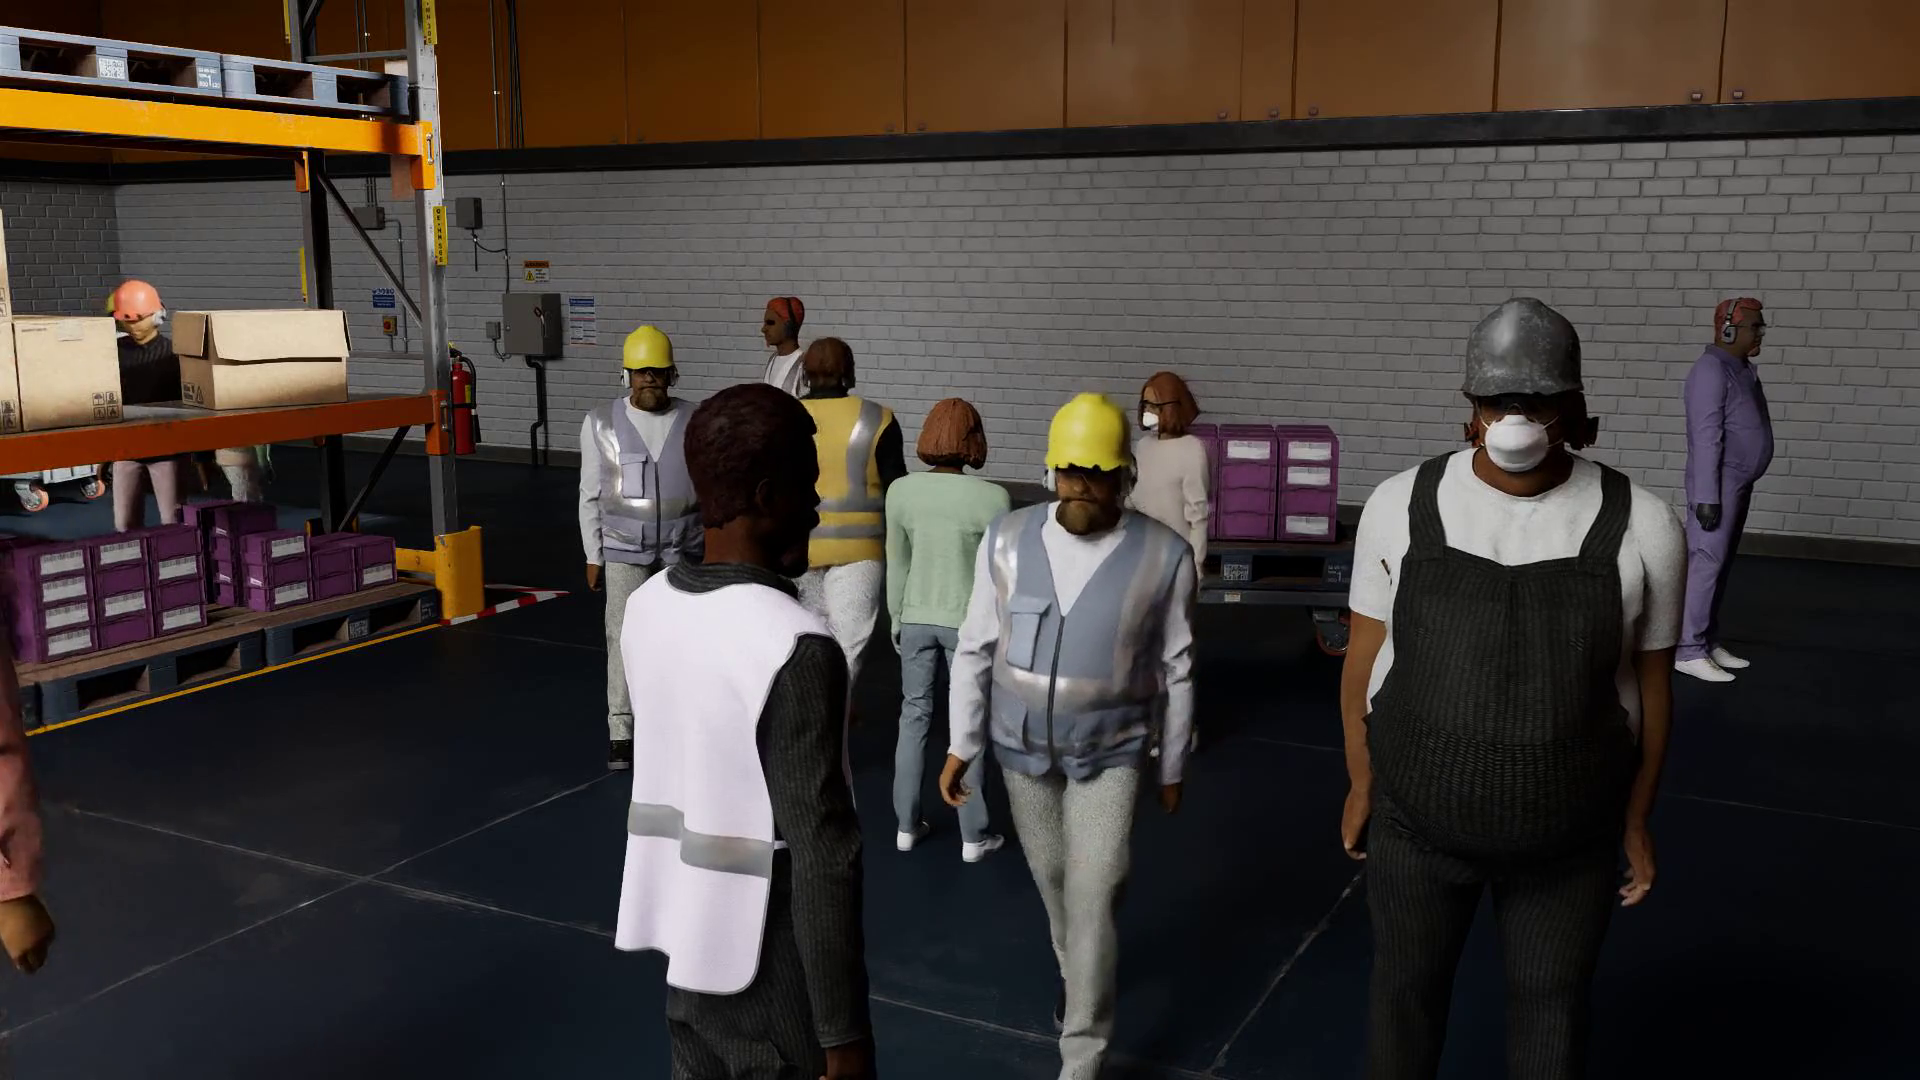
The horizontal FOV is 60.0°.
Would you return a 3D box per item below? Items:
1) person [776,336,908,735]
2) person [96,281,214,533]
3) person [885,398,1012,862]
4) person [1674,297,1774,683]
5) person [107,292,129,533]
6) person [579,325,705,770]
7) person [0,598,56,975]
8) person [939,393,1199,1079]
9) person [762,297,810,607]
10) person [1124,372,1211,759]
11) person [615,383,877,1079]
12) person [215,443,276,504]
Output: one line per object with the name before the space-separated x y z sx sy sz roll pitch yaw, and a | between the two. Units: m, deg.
person | -0.527 0.057 6.924 0.641 1.802 0.982 3 10 18
person | -4.604 -0.489 9.516 0.649 1.966 0.502 0 10 -1
person | -0.039 0.314 5.872 0.497 1.626 0.288 5 11 26
person | 3.843 -0.256 8.343 0.407 1.906 0.654 7 12 36
person | -5.875 -0.804 11.649 0.606 1.880 0.813 0 10 -2
person | -1.271 0.032 6.890 0.587 1.833 0.404 -3 10 -18
person | -2.002 0.610 3.130 0.633 1.971 0.440 8 12 37
person | 0.286 0.515 4.260 0.595 1.790 0.907 4 10 20
person | -0.952 -0.416 9.344 0.362 1.883 0.575 -5 11 -29
person | 0.850 0.102 7.094 0.335 1.632 0.512 -4 11 -22
person | -0.355 0.699 2.787 0.391 1.919 0.593 -8 12 -38
person | -4.625 -0.490 10.546 0.666 1.609 0.542 -8 13 -40
